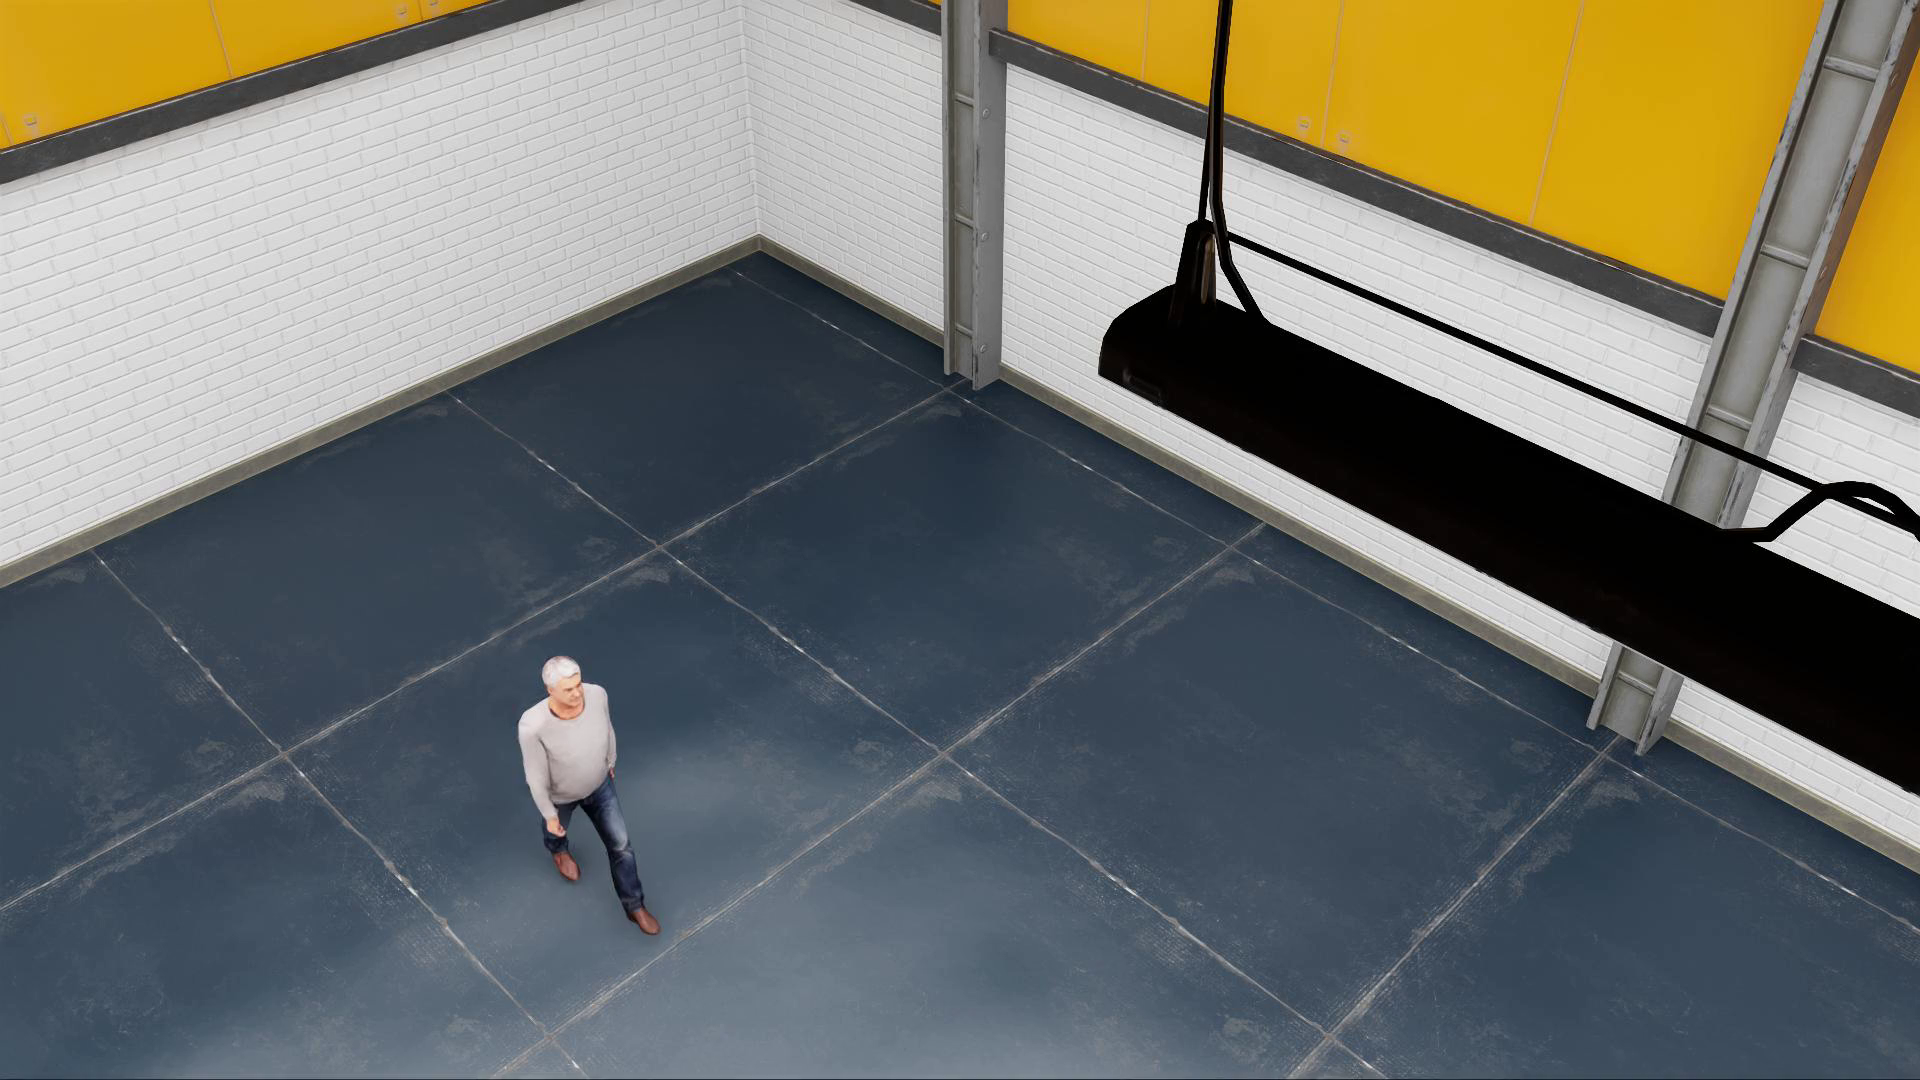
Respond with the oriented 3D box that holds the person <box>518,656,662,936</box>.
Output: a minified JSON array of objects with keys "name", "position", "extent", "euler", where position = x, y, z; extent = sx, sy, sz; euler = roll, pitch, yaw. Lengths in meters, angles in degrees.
[{"name":"person","position":[-2.198,1.327,9.257],"extent":[0.830,1.867,1.262],"euler":[-26,45,-29]}]
